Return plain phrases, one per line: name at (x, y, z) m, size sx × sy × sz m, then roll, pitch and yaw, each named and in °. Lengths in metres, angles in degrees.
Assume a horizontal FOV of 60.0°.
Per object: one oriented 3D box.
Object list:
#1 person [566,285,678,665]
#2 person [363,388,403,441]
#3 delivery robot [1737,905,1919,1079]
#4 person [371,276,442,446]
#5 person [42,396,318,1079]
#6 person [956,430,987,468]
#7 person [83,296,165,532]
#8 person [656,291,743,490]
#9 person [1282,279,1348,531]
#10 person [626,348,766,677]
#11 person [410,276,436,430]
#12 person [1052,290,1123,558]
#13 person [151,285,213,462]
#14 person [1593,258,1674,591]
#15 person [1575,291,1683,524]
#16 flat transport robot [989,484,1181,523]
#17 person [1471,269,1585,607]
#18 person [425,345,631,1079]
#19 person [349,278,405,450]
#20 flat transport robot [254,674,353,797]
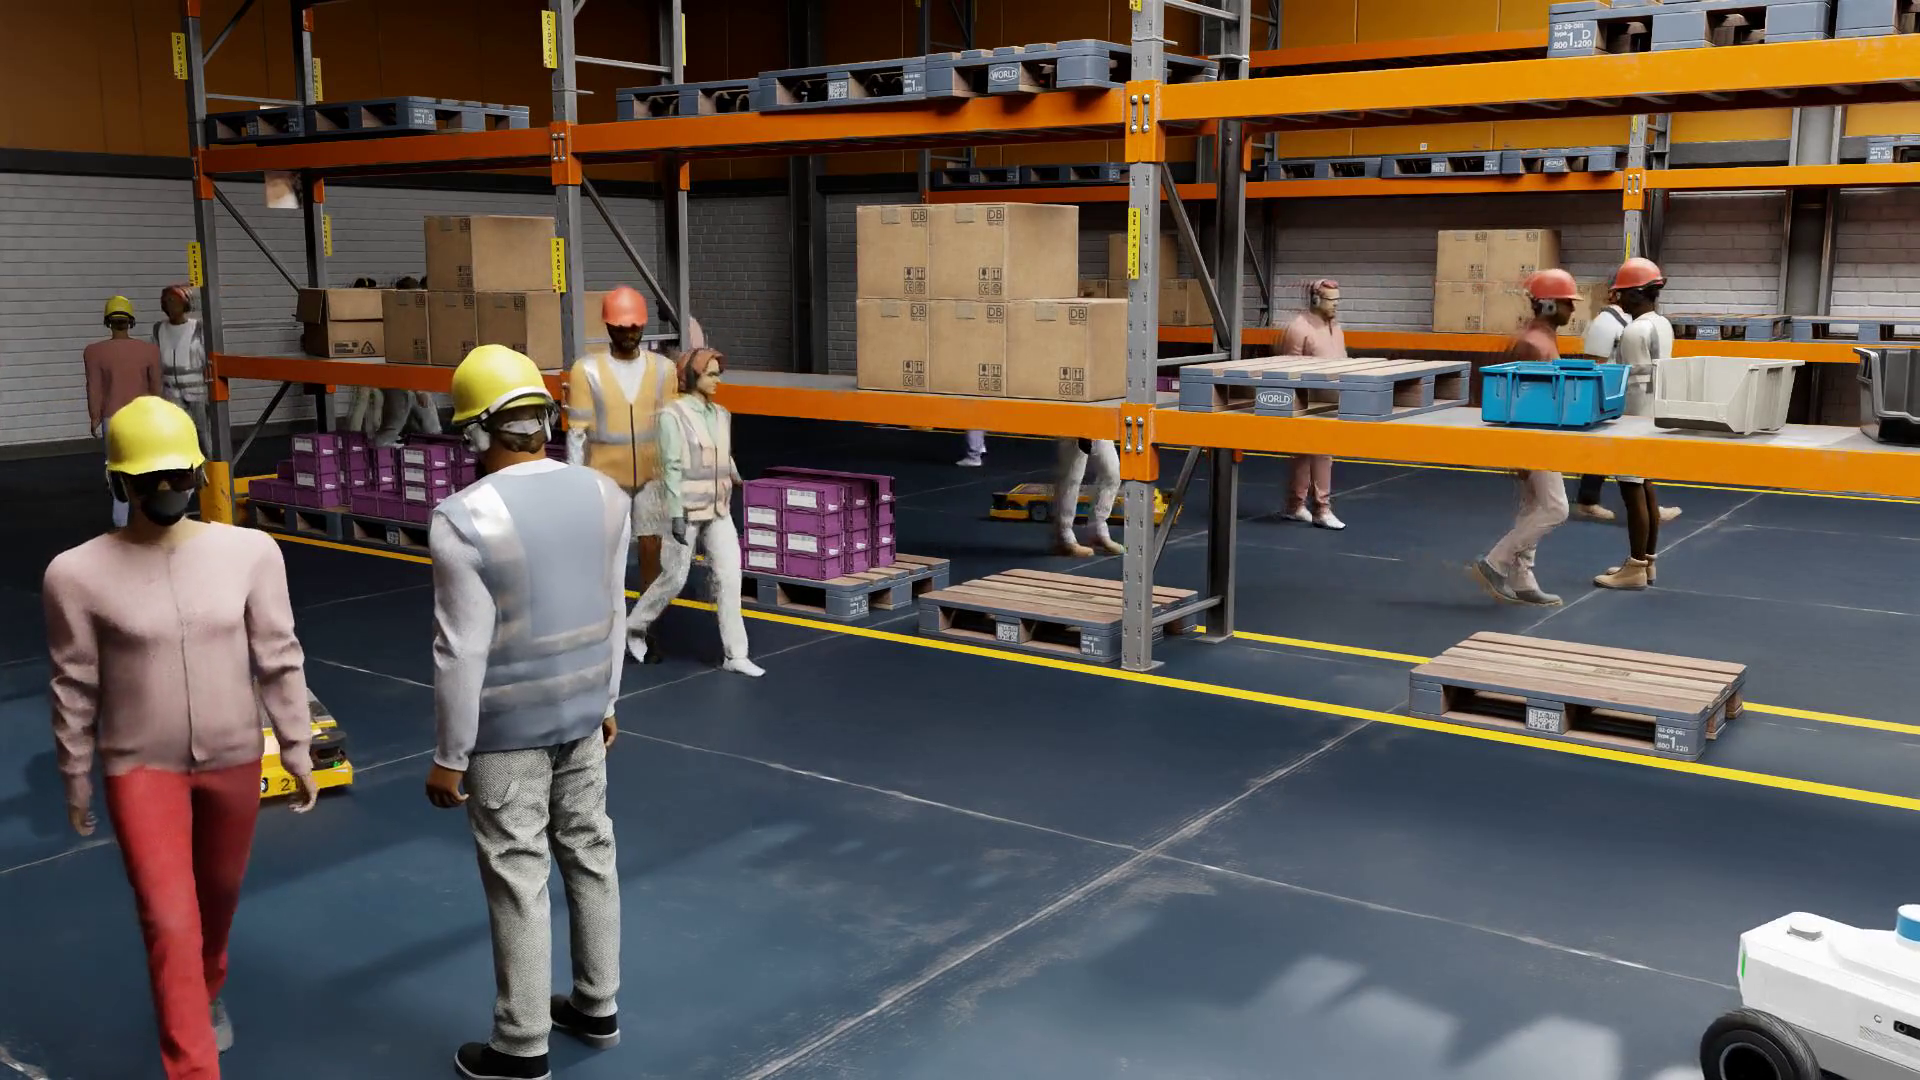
person at (-1.705, -0.338, 8.439) m, size 0.583 × 1.910 × 0.643 m, roll -4°, pitch 10°, yaw -24°
person at (-6.552, -1.921, 18.675) m, size 0.519 × 1.640 × 0.310 m, roll 3°, pitch 10°, yaw 15°
delivery robot at (2.168, 1.075, 3.778) m, size 0.477 × 0.478 × 0.707 m, roll -7°, pitch 12°, yaw -35°
person at (-4.653, -1.299, 14.242) m, size 1.040 × 1.876 × 0.631 m, roll -1°, pitch 10°, yaw -4°
person at (-1.852, 0.509, 3.951) m, size 0.525 × 1.725 × 0.877 m, roll -8°, pitch 12°, yaw -40°
person at (0.077, -1.655, 16.340) m, size 0.504 × 1.889 × 0.680 m, roll 8°, pitch 13°, yaw 40°
person at (-6.113, -0.899, 12.210) m, size 0.526 × 1.768 × 0.315 m, roll -7°, pitch 12°, yaw -36°
person at (-2.358, -1.279, 14.440) m, size 0.967 × 1.792 × 0.638 m, roll 3°, pitch 10°, yaw 16°
person at (2.789, -1.028, 12.640) m, size 0.765 × 1.876 × 0.650 m, roll 8°, pitch 12°, yaw 39°
person at (-1.336, -0.139, 8.147) m, size 0.752 × 1.611 × 0.517 m, roll 7°, pitch 12°, yaw 34°
person at (-6.455, -2.223, 19.875) m, size 0.722 × 1.852 × 0.435 m, roll 8°, pitch 12°, yaw 39°
person at (0.902, -0.767, 11.252) m, size 0.629 × 1.819 × 0.643 m, roll 4°, pitch 10°, yaw 21°
person at (-6.474, -1.216, 13.948) m, size 0.582 × 1.829 × 1.003 m, roll 0°, pitch 10°, yaw 3°
person at (4.145, -0.708, 10.256) m, size 0.395 × 2.038 × 0.614 m, roll 7°, pitch 12°, yaw 37°
person at (5.161, -1.123, 12.725) m, size 0.705 × 2.000 × 1.006 m, roll -9°, pitch 13°, yaw -43°
flat transport robot at (0.992, -0.297, 13.066) m, size 1.431 × 0.197 × 0.652 m, roll 2°, pitch 10°, yaw 12°
person at (3.330, -0.568, 9.622) m, size 0.455 × 1.980 × 0.620 m, roll 3°, pitch 10°, yaw 17°
person at (-1.071, 0.436, 4.095) m, size 0.403 × 1.822 × 0.588 m, roll 6°, pitch 11°, yaw 32°
person at (-6.085, -1.791, 17.298) m, size 0.823 × 1.836 × 0.567 m, roll -9°, pitch 13°, yaw -42°
flat transport robot at (-2.948, 0.765, 6.740) m, size 0.652 × 0.197 × 1.431 m, roll -6°, pitch 11°, yaw -30°
